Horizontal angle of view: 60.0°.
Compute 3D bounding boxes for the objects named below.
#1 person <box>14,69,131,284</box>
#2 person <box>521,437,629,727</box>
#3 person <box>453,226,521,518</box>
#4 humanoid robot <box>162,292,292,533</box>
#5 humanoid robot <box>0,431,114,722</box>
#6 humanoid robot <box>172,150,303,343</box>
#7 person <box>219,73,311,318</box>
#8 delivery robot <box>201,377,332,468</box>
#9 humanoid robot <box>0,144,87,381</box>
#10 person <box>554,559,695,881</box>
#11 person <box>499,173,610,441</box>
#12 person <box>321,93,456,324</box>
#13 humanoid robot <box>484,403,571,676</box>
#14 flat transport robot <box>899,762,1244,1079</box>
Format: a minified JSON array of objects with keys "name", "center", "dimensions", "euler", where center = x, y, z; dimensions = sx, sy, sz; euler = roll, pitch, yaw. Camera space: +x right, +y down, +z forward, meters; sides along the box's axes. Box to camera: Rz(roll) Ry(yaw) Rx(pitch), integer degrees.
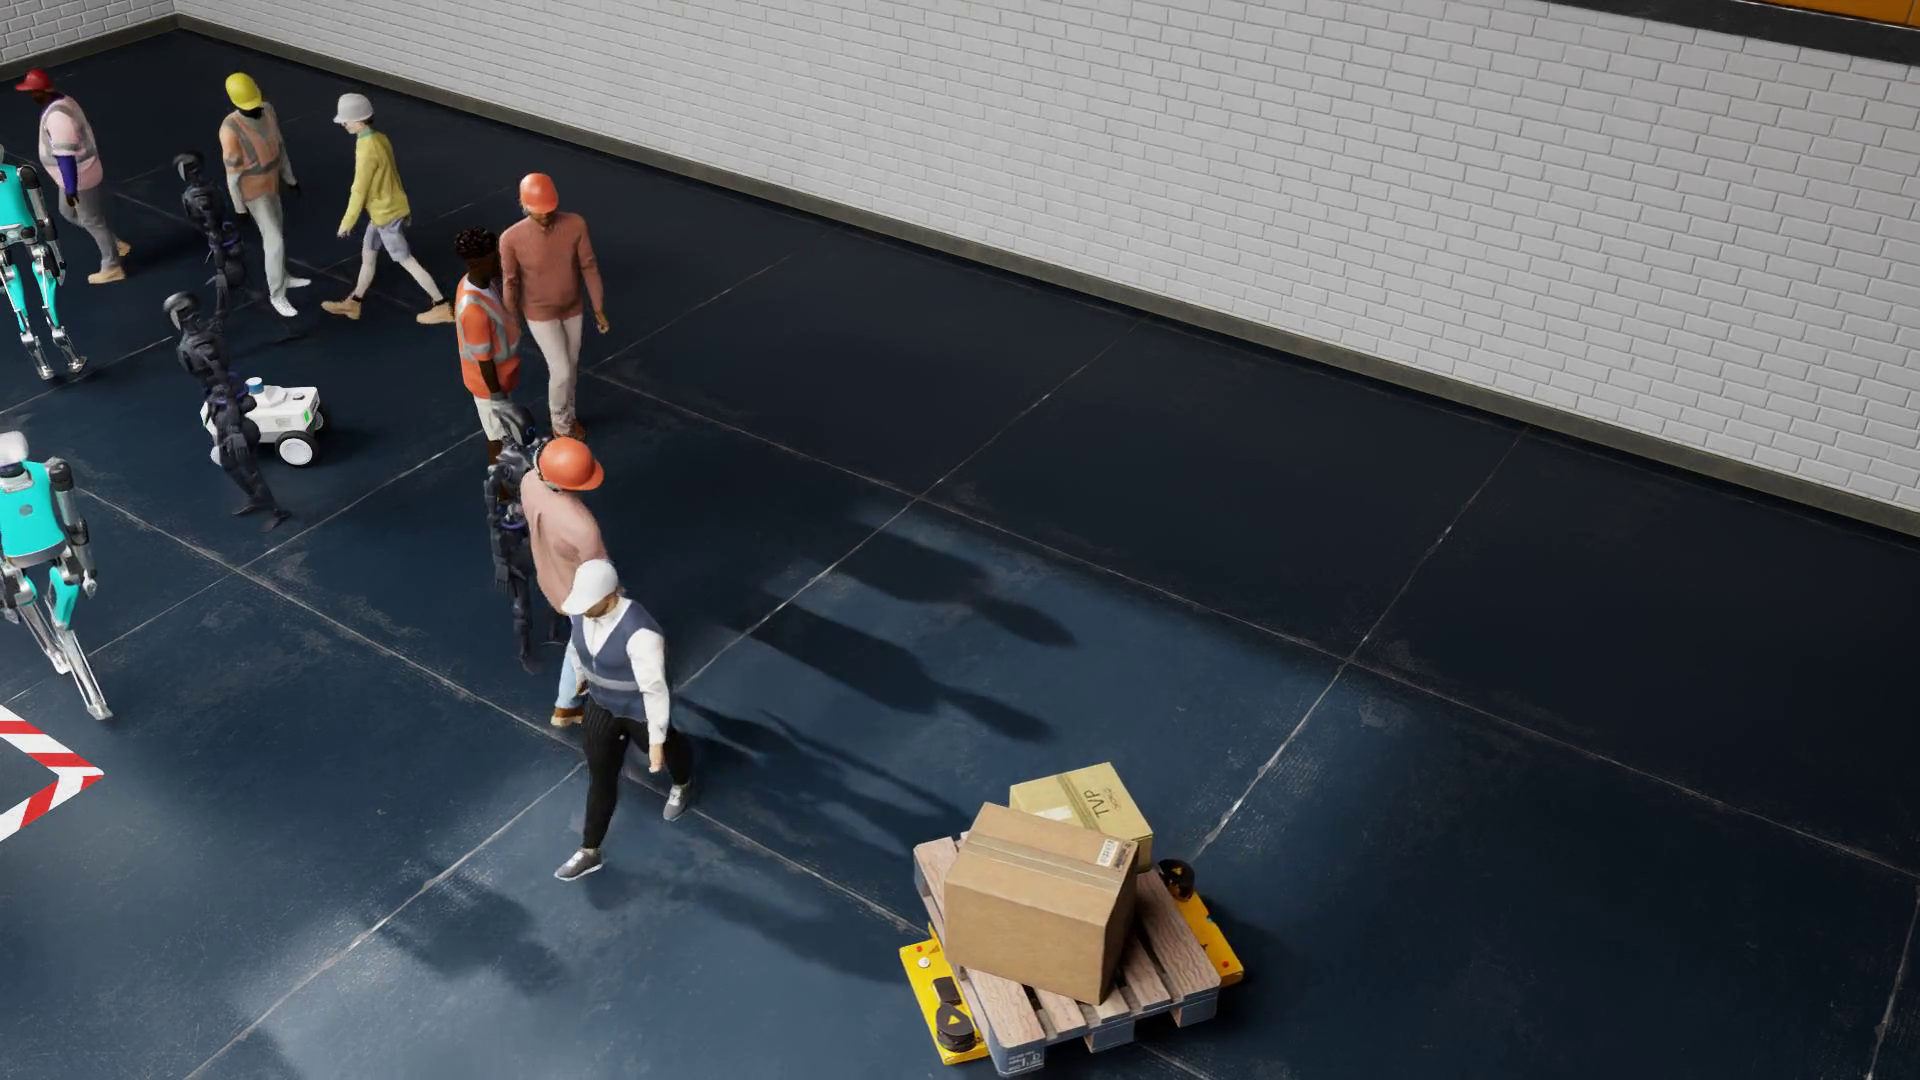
[{"name":"person","center":[-6.937,-2.836,13.042],"dimensions":[0.432,1.739,0.605],"euler":[-16,38,-22]},{"name":"person","center":[-1.898,0.226,8.488],"dimensions":[0.656,1.939,0.503],"euler":[25,42,31]},{"name":"person","center":[-2.854,-1.002,10.219],"dimensions":[0.374,1.962,0.604],"euler":[-7,36,-11]},{"name":"humanoid robot","center":[-4.466,-0.783,10.160],"dimensions":[0.378,1.639,0.609],"euler":[-25,42,-31]},{"name":"humanoid robot","center":[-4.896,0.135,8.815],"dimensions":[0.559,1.738,1.040],"euler":[-27,43,-33]},{"name":"humanoid robot","center":[-5.340,-2.067,12.030],"dimensions":[0.821,1.618,0.601],"euler":[-16,38,-21]},{"name":"person","center":[-5.308,-2.649,12.653],"dimensions":[0.572,1.879,0.683],"euler":[5,35,7]},{"name":"delivery robot","center":[-4.648,-0.801,11.176],"dimensions":[0.811,0.613,0.499],"euler":[-3,35,-5]},{"name":"humanoid robot","center":[-6.498,-1.857,11.520],"dimensions":[0.533,1.677,0.735],"euler":[-13,37,-18]},{"name":"person","center":[-1.610,0.804,7.855],"dimensions":[0.738,1.701,0.933],"euler":[16,38,22]},{"name":"person","center":[-2.617,-1.479,10.898],"dimensions":[0.607,1.964,0.635],"euler":[-26,43,-32]},{"name":"person","center":[-4.384,-2.424,12.374],"dimensions":[1.018,1.822,0.464],"euler":[-6,35,-8]},{"name":"humanoid robot","center":[-2.335,-0.021,9.071],"dimensions":[0.317,1.654,0.597],"euler":[21,40,27]},{"name":"flat transport robot","center":[0.502,1.896,7.553],"dimensions":[1.431,0.231,0.659],"euler":[-11,37,-16]}]
